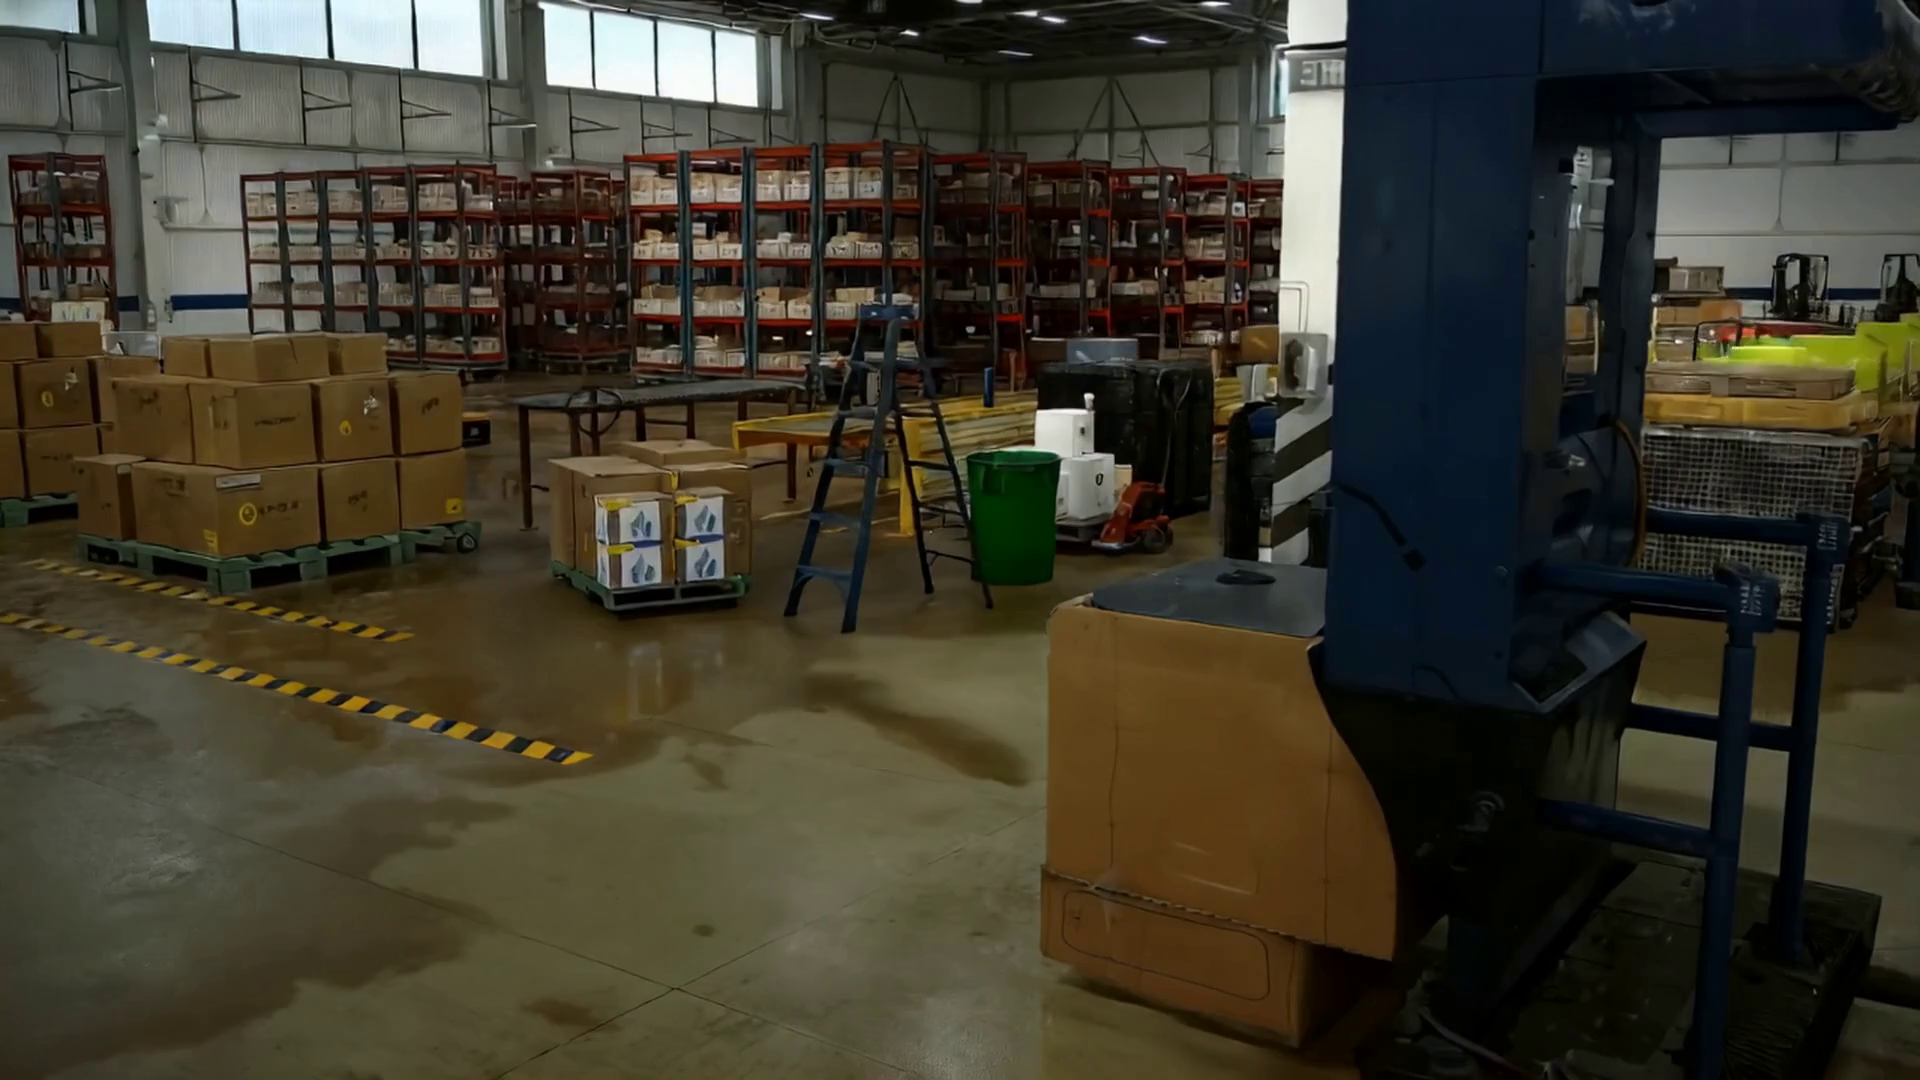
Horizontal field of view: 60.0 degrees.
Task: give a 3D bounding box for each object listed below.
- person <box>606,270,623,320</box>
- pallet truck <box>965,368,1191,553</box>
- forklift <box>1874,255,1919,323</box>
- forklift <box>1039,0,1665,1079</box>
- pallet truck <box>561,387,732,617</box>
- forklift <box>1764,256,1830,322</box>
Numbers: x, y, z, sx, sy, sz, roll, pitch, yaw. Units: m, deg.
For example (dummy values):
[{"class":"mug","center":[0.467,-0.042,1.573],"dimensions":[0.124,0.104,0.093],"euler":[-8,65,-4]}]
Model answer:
[{"class":"person","center":[-8.450,-5.680,40.607],"dimensions":[0.586,1.782,1.009],"euler":[9,13,42]},{"class":"pallet truck","center":[0.845,-0.609,11.869],"dimensions":[1.630,1.274,0.653],"euler":[7,12,35]},{"class":"forklift","center":[22.089,-5.634,38.796],"dimensions":[1.157,1.987,2.680],"euler":[6,11,33]},{"class":"forklift","center":[1.249,-0.137,4.360],"dimensions":[1.873,2.768,1.129],"euler":[7,12,35]},{"class":"pallet truck","center":[-1.981,-0.274,10.088],"dimensions":[0.680,1.201,1.601],"euler":[-5,11,-28]},{"class":"forklift","center":[20.253,-5.854,40.139],"dimensions":[1.157,1.987,2.680],"euler":[7,12,35]}]
